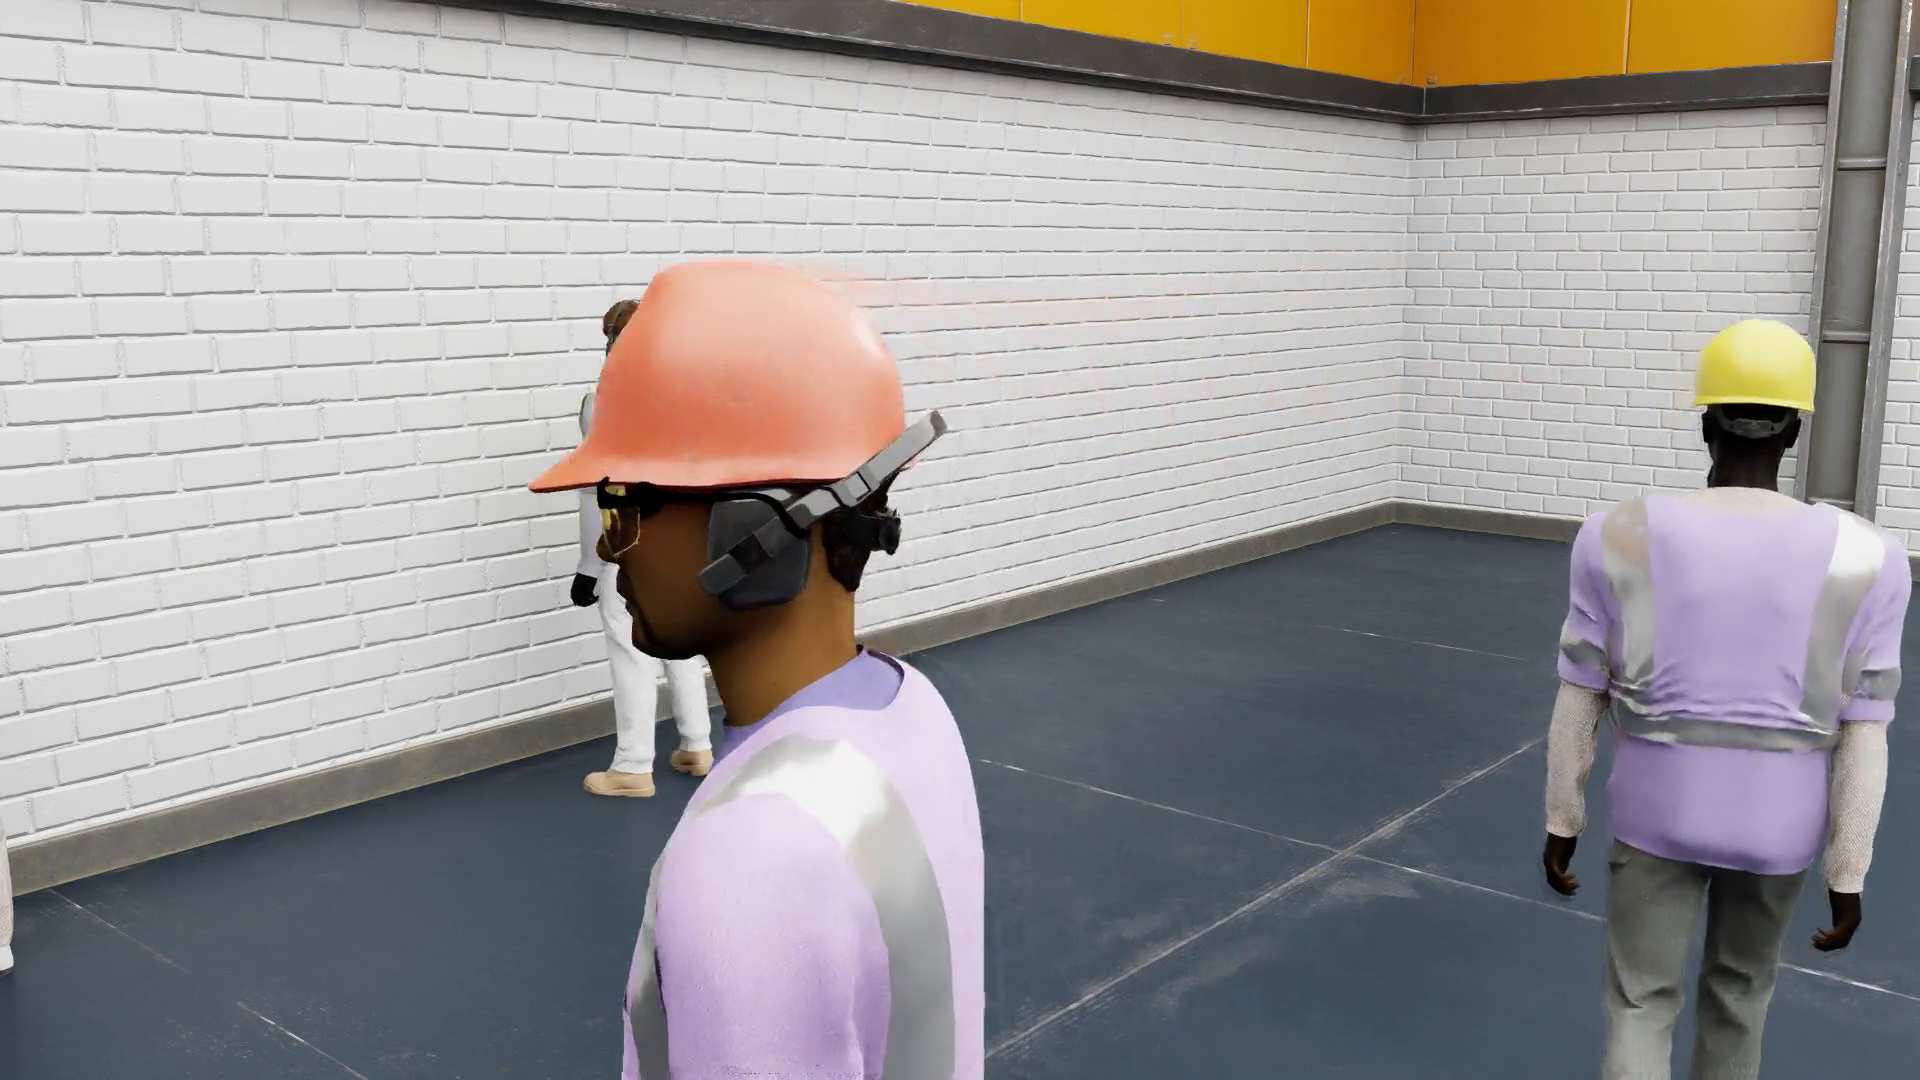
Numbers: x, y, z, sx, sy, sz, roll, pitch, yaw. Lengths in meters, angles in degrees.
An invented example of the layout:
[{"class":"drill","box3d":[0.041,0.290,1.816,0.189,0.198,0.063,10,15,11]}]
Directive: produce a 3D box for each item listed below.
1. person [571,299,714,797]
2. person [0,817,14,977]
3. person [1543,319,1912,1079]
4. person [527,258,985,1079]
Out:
[{"class":"person","box3d":[-1.180,0.039,6.176,0.430,1.836,0.667,6,11,29]},{"class":"person","box3d":[-2.779,0.438,4.418,0.307,1.644,0.511,2,10,14]},{"class":"person","box3d":[1.419,0.537,3.140,0.598,1.897,0.814,4,11,22]},{"class":"person","box3d":[-0.061,0.766,1.496,0.866,2.023,0.617,0,10,2]}]
